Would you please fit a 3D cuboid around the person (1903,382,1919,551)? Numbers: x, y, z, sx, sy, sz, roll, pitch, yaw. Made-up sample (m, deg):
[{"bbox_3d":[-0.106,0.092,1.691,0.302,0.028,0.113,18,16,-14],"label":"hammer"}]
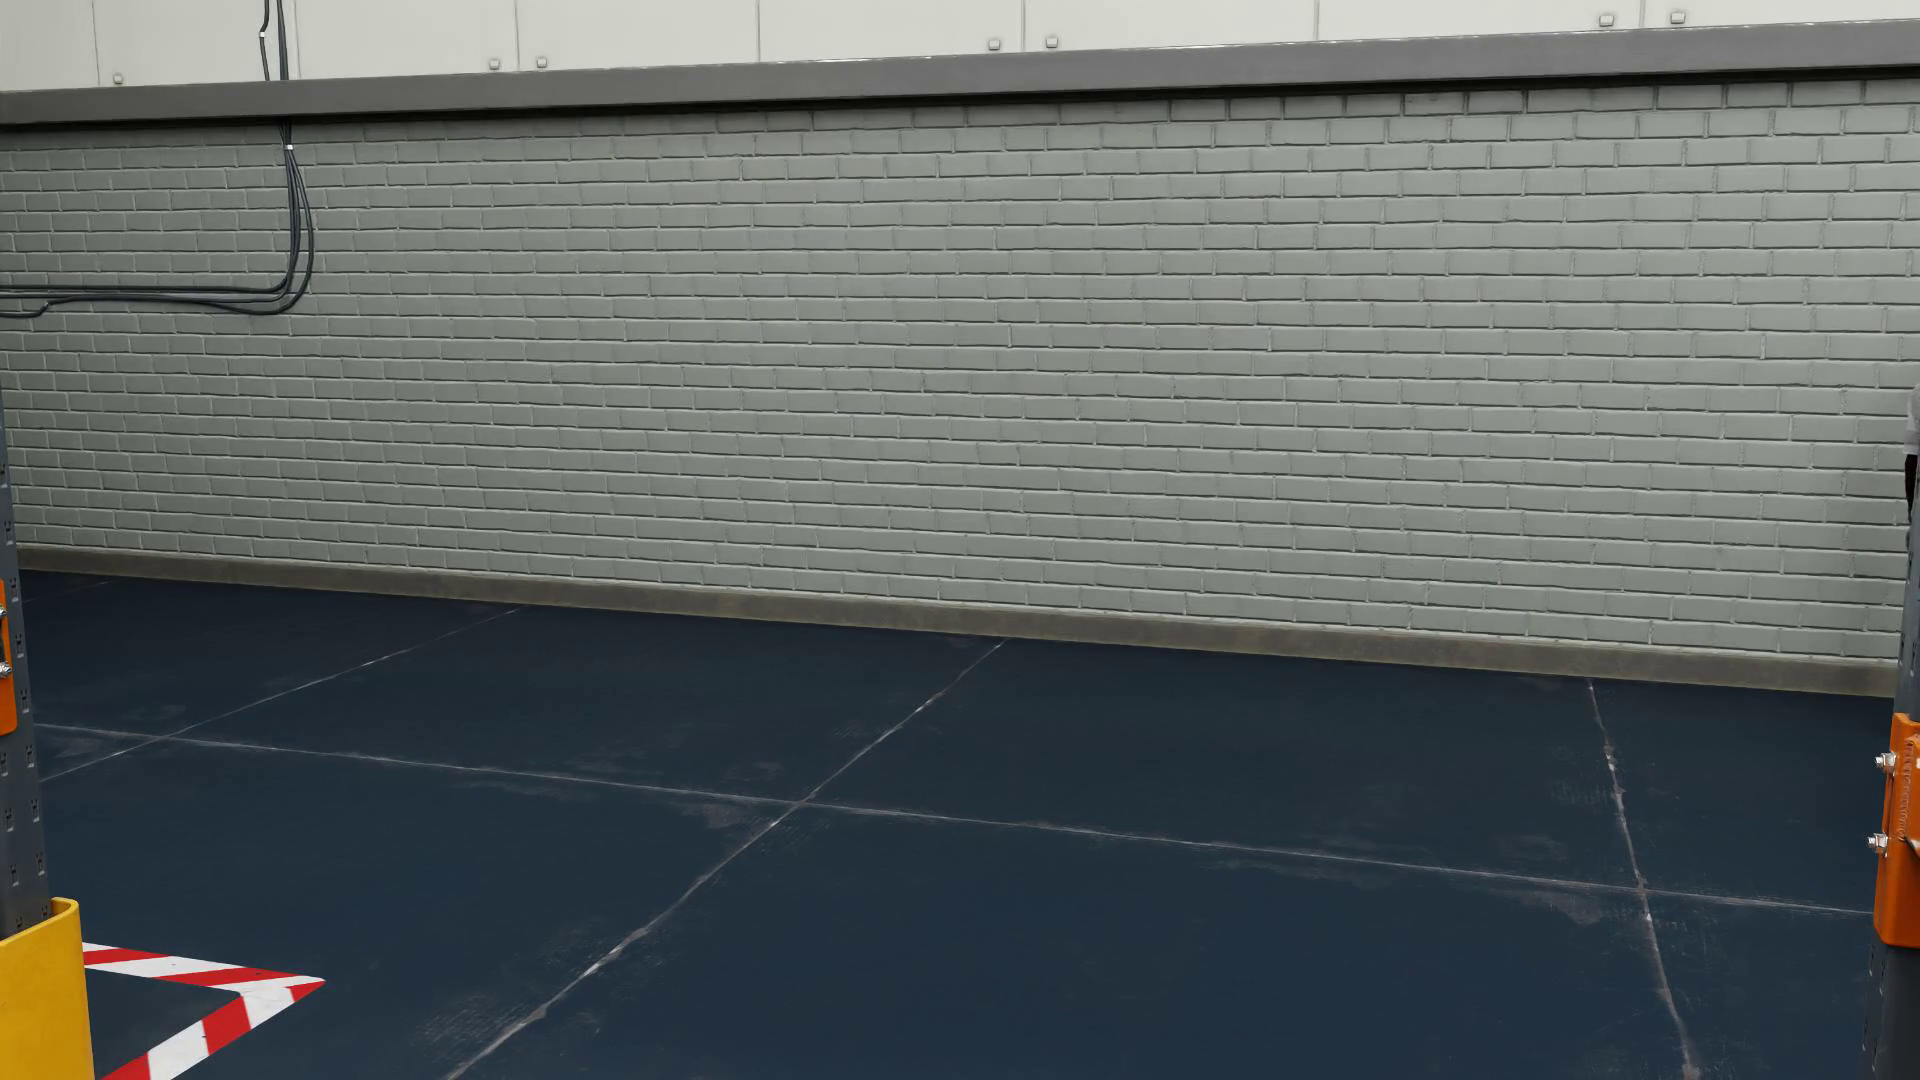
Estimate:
[{"bbox_3d":[4.232,-0.073,6.991,0.374,1.966,0.608,-2,10,-11],"label":"person"}]
